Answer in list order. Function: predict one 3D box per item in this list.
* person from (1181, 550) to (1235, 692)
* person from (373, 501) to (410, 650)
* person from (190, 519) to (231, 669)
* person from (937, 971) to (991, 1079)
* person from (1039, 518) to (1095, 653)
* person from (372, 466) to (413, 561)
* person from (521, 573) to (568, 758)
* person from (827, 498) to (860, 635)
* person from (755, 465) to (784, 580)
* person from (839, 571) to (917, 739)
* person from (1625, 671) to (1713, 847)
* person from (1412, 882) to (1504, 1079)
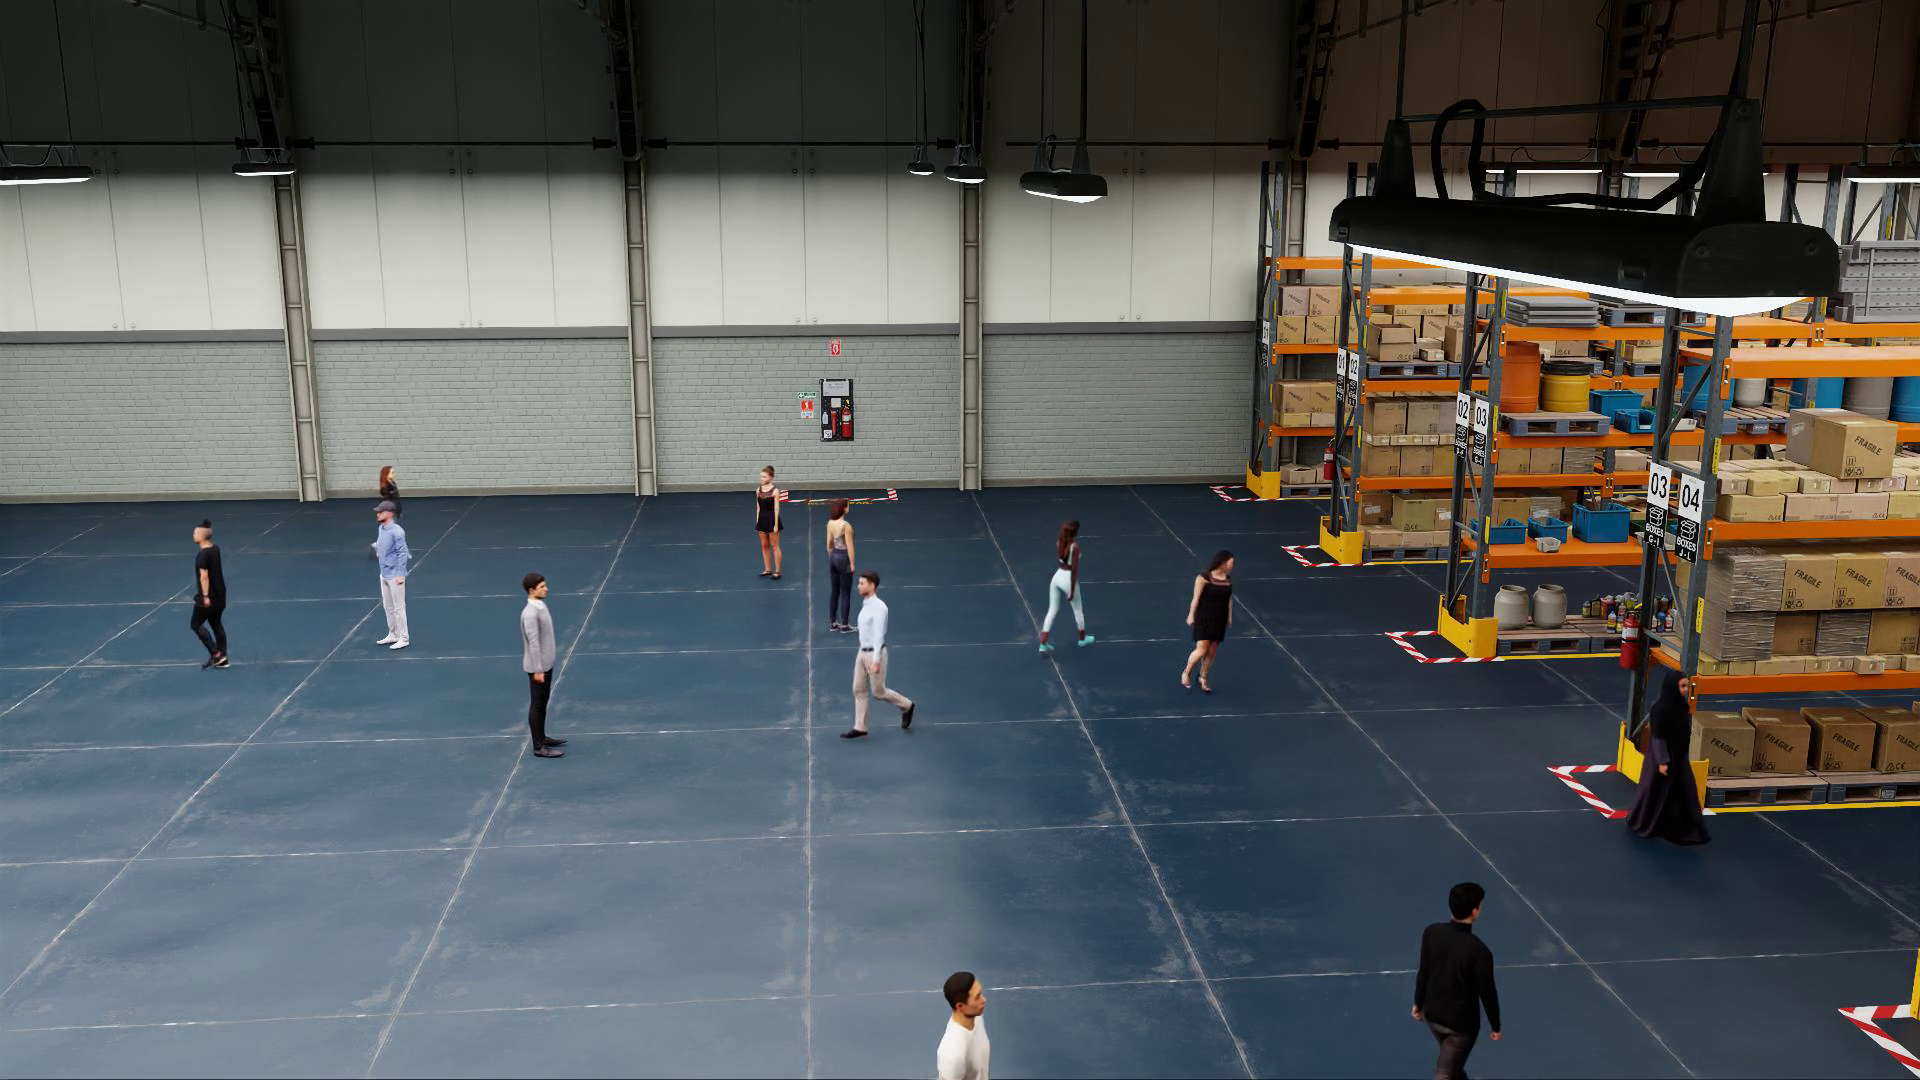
[{"bbox_3d":[2.838,0.961,19.215,0.774,1.666,0.899,-4,14,-17],"label":"person"},{"bbox_3d":[-7.189,0.422,21.054,0.731,1.887,0.782,12,17,41],"label":"person"},{"bbox_3d":[-8.997,0.652,20.127,0.619,1.857,0.686,-1,13,-3],"label":"person"},{"bbox_3d":[-0.050,3.207,9.235,1.024,1.793,0.799,2,13,11],"label":"person"},{"bbox_3d":[1.242,0.603,20.723,1.040,1.684,1.139,12,18,42],"label":"person"},{"bbox_3d":[-8.800,-0.420,25.615,0.838,1.469,0.560,-1,13,-2],"label":"person"},{"bbox_3d":[-4.382,1.276,17.285,0.592,1.923,0.722,-1,13,-5],"label":"person"},{"bbox_3d":[-1.560,0.324,21.737,0.698,1.769,0.749,12,17,41],"label":"person"},{"bbox_3d":[-2.806,-0.269,24.494,0.672,1.679,0.743,9,16,33],"label":"person"},{"bbox_3d":[-0.859,1.229,17.690,1.171,1.831,0.914,-7,15,-27],"label":"person"},{"bbox_3d":[6.352,1.946,15.079,1.071,1.612,0.854,-5,14,-21],"label":"person"},{"bbox_3d":[3.043,2.989,10.413,1.189,1.685,1.008,-9,16,-34],"label":"person"}]
